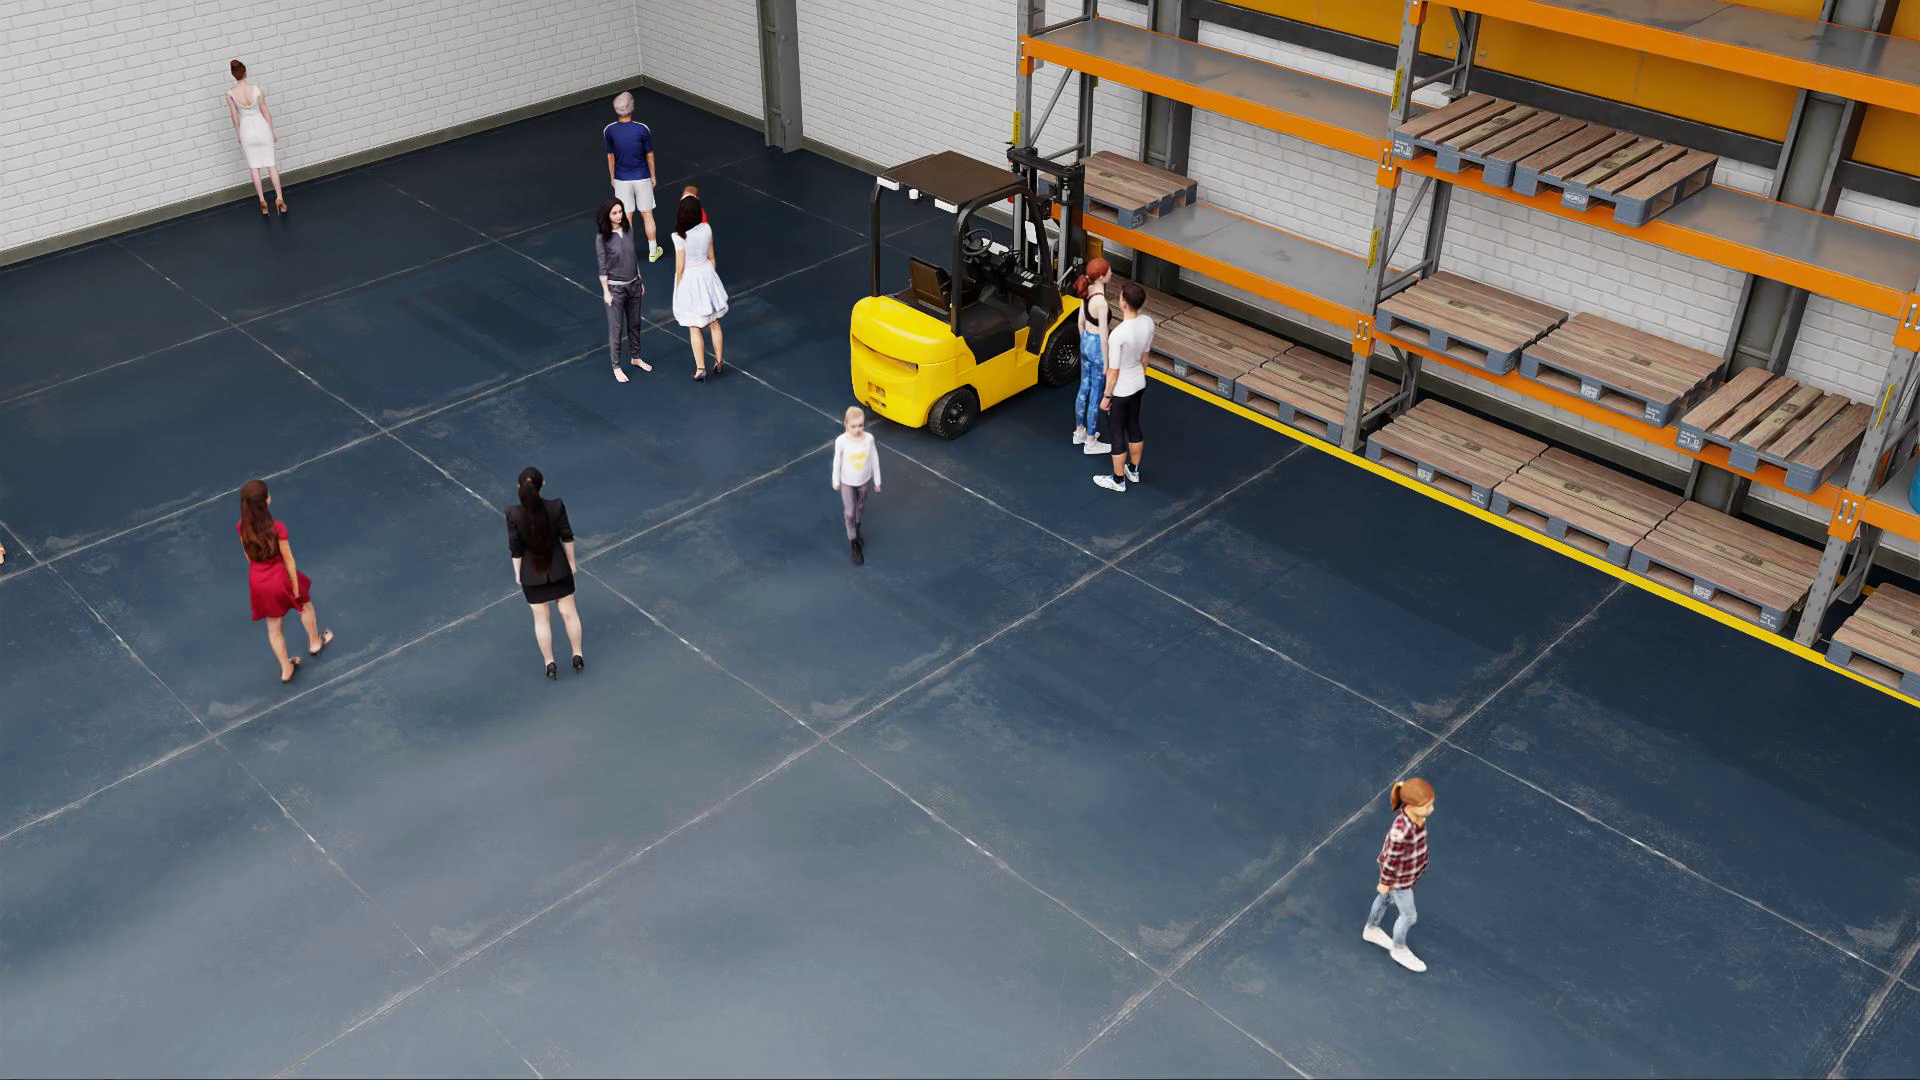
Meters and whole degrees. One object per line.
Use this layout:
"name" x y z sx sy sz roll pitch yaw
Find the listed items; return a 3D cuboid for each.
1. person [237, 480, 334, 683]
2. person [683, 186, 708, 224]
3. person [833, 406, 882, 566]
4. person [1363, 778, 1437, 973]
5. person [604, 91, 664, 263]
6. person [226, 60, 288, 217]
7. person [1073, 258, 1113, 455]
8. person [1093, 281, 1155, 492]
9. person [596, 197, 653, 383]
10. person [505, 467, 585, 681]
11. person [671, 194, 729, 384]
"person" -4.820 0.319 11.613 0.802 1.533 0.865 -1 34 -1
"person" -2.666 -2.965 16.760 0.687 1.305 0.728 5 34 7
"person" -0.842 -0.502 13.093 0.686 1.262 0.830 -12 36 -18
"person" 2.461 1.852 9.522 0.689 1.295 0.609 20 39 28
"person" -3.459 -3.827 17.575 0.721 1.838 0.758 -3 34 -5
"person" -7.898 -4.510 18.643 0.633 1.793 0.636 -8 34 -12
"person" 1.155 -1.585 14.251 0.717 1.785 0.614 -14 36 -20
"person" 1.370 -1.267 13.711 0.532 1.851 0.673 28 43 35
"person" -3.140 -2.351 15.421 0.522 1.764 0.610 26 41 33
"person" -2.885 0.229 11.600 0.671 1.696 0.657 -12 35 -17
"person" -2.411 -2.306 15.307 0.730 1.816 0.754 -23 40 -30
